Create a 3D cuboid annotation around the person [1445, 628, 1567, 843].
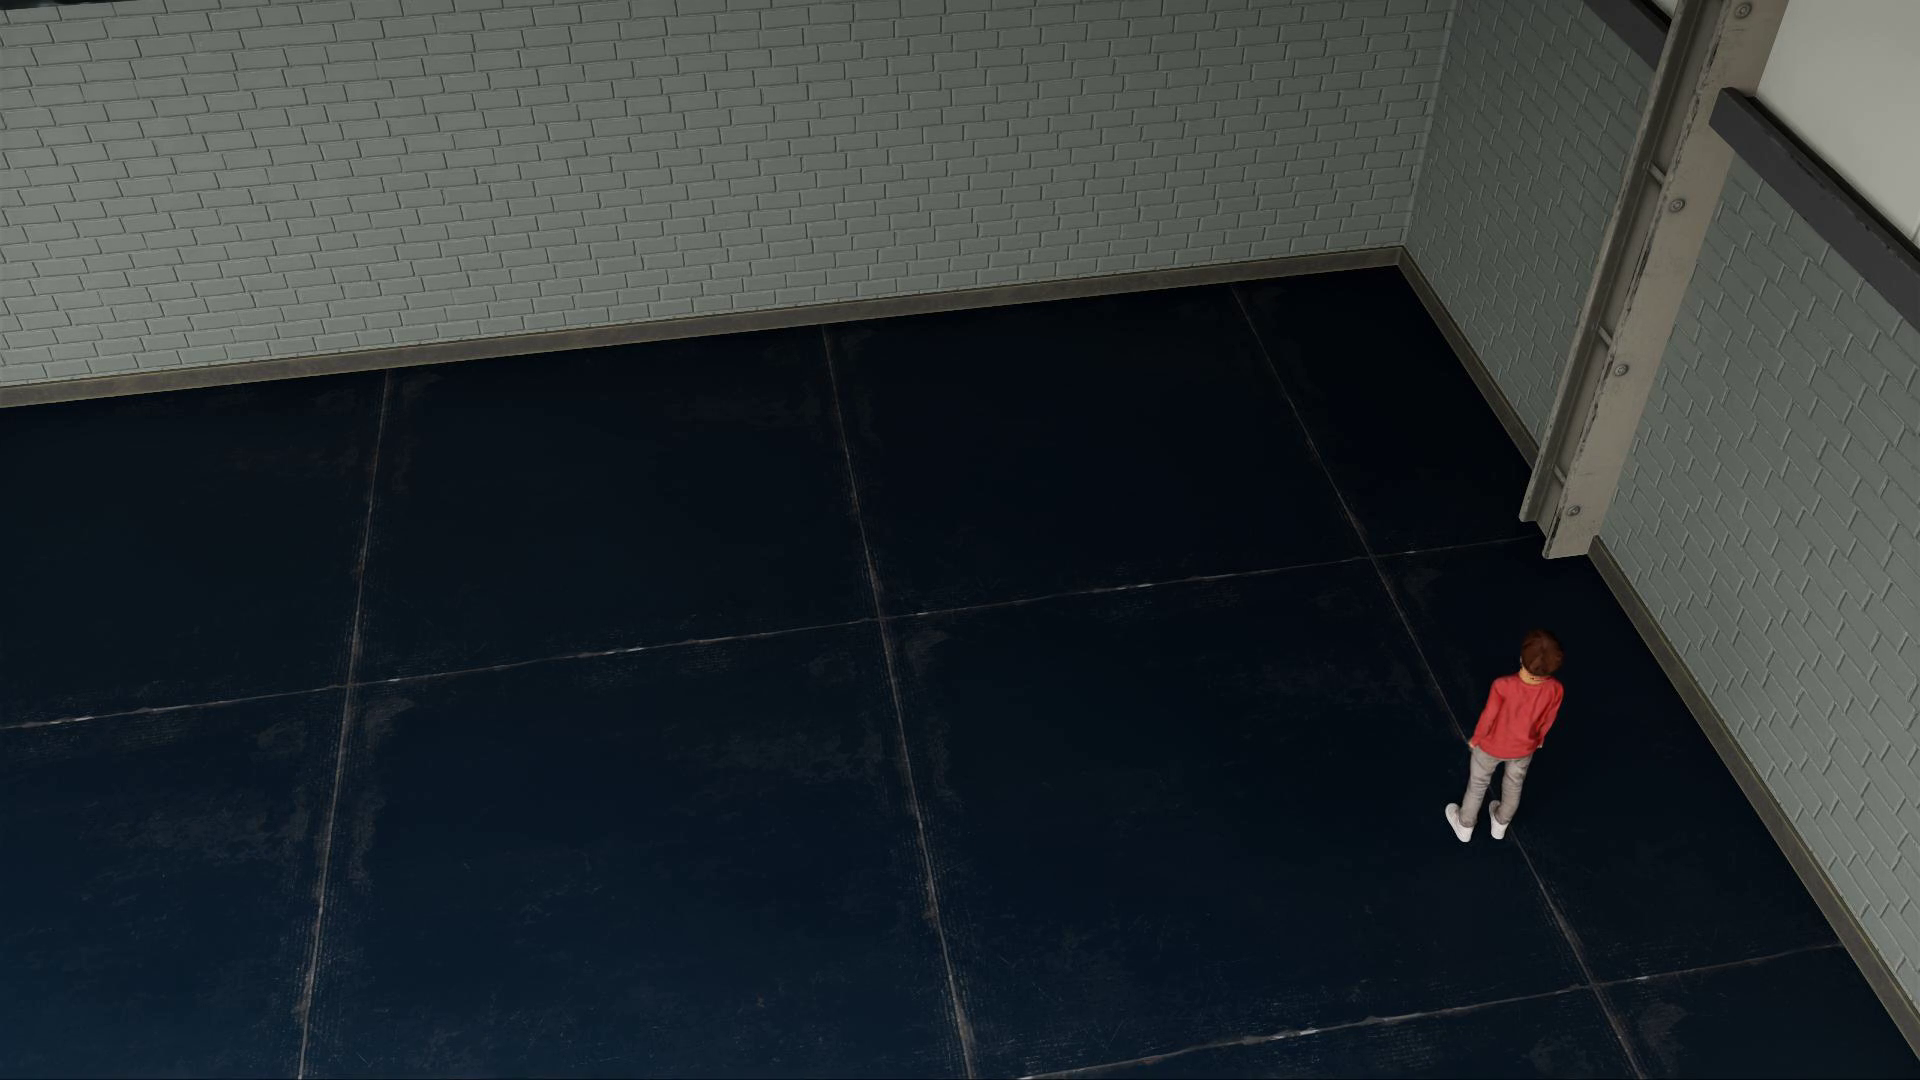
[{"bbox_3d":[2.675,0.968,8.092,0.547,1.416,0.529,-1,43,-1],"label":"person"}]
